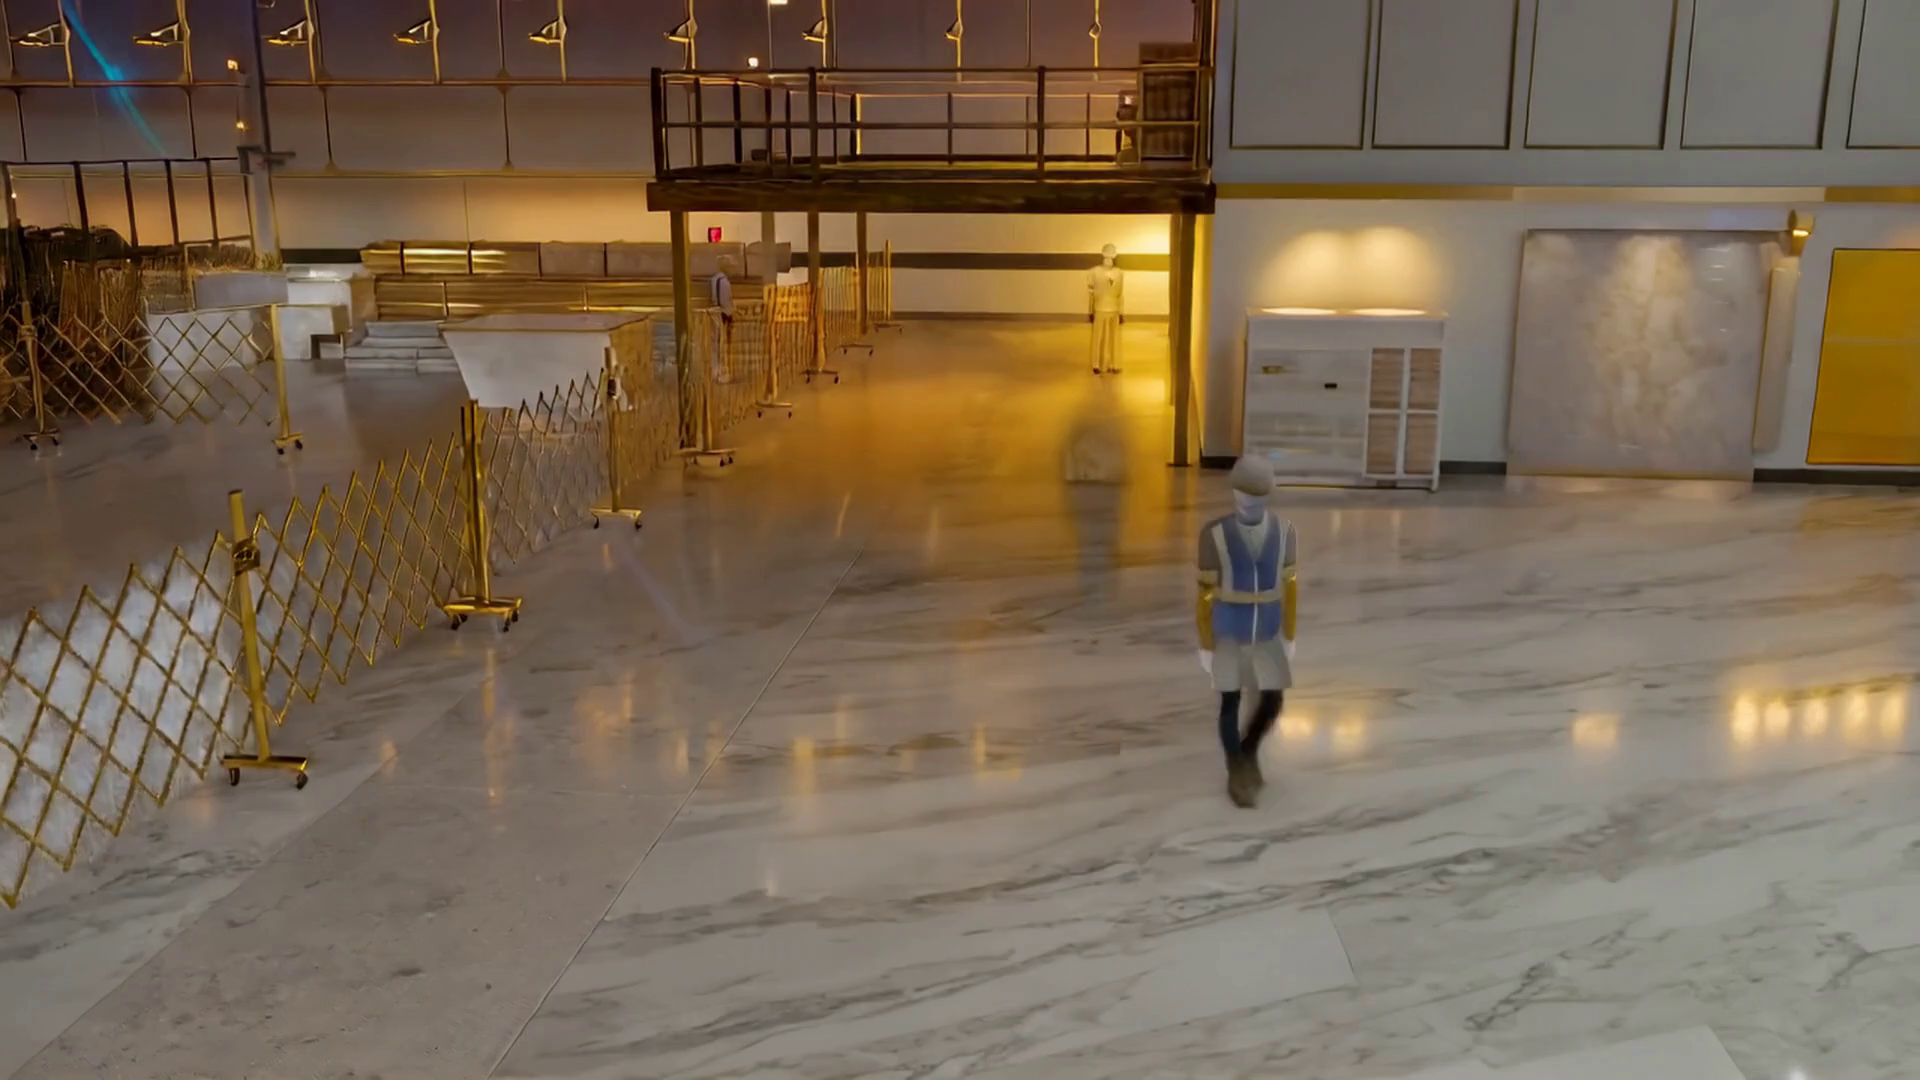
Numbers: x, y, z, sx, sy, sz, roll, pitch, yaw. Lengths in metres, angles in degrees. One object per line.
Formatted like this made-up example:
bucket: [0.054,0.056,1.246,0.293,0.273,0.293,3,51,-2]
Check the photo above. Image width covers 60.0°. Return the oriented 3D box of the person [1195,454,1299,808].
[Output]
person: [1.522,0.487,8.787,0.577,1.923,0.400,-2,14,-7]

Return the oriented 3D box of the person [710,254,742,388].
person: [-3.353,-3.103,23.554,0.361,1.882,0.575,-7,15,-26]

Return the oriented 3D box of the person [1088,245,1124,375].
person: [2.184,-3.416,24.741,0.593,1.925,0.384,-6,15,-24]
